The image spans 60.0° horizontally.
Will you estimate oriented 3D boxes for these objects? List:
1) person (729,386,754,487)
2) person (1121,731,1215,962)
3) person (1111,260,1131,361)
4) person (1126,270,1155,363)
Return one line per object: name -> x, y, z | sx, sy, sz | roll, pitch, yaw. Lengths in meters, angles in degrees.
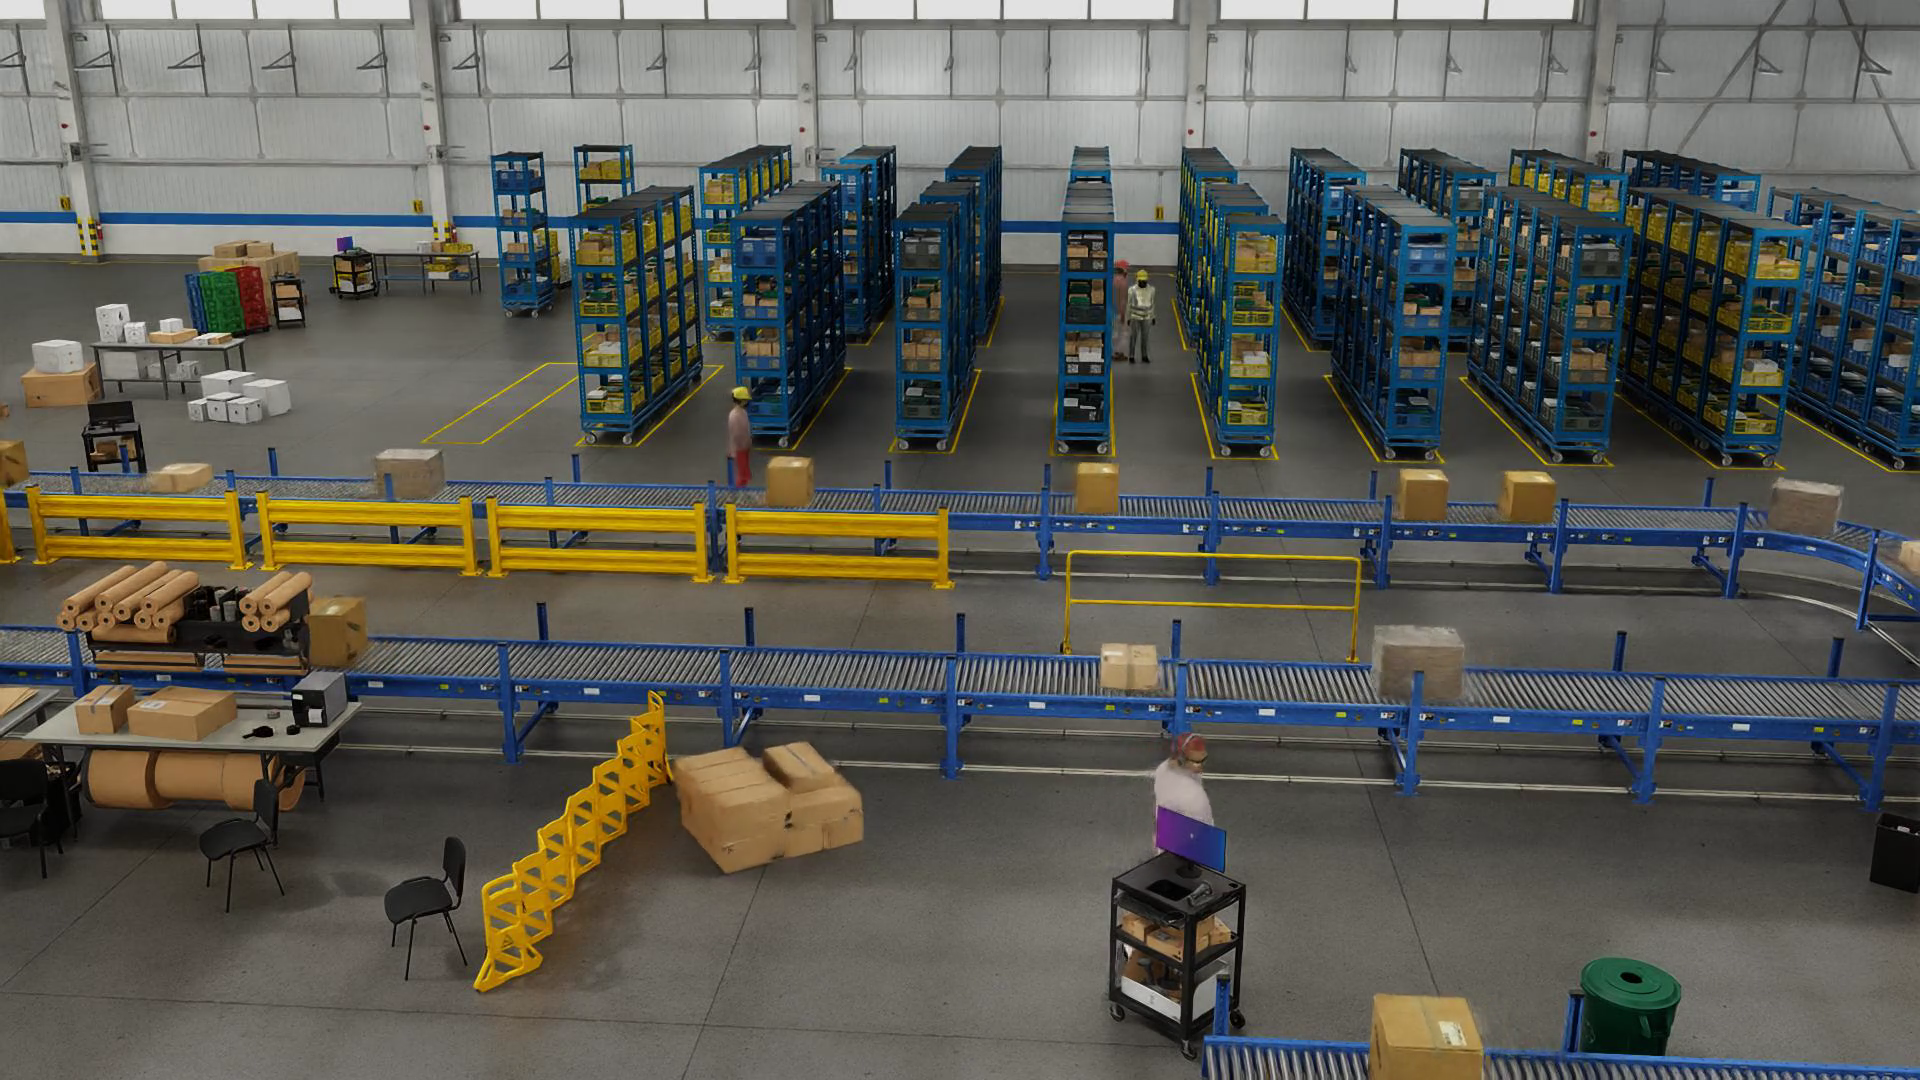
person -> -2.947, -1.218, 22.534 | 0.350, 1.753, 0.553 | 3, 18, 11
person -> 1.523, 2.181, 11.579 | 0.785, 1.869, 0.644 | -2, 18, -7
person -> 3.142, -4.472, 32.524 | 0.509, 1.967, 0.645 | -6, 18, -17
person -> 3.528, -4.349, 32.362 | 0.599, 1.830, 0.403 | -4, 18, -13
